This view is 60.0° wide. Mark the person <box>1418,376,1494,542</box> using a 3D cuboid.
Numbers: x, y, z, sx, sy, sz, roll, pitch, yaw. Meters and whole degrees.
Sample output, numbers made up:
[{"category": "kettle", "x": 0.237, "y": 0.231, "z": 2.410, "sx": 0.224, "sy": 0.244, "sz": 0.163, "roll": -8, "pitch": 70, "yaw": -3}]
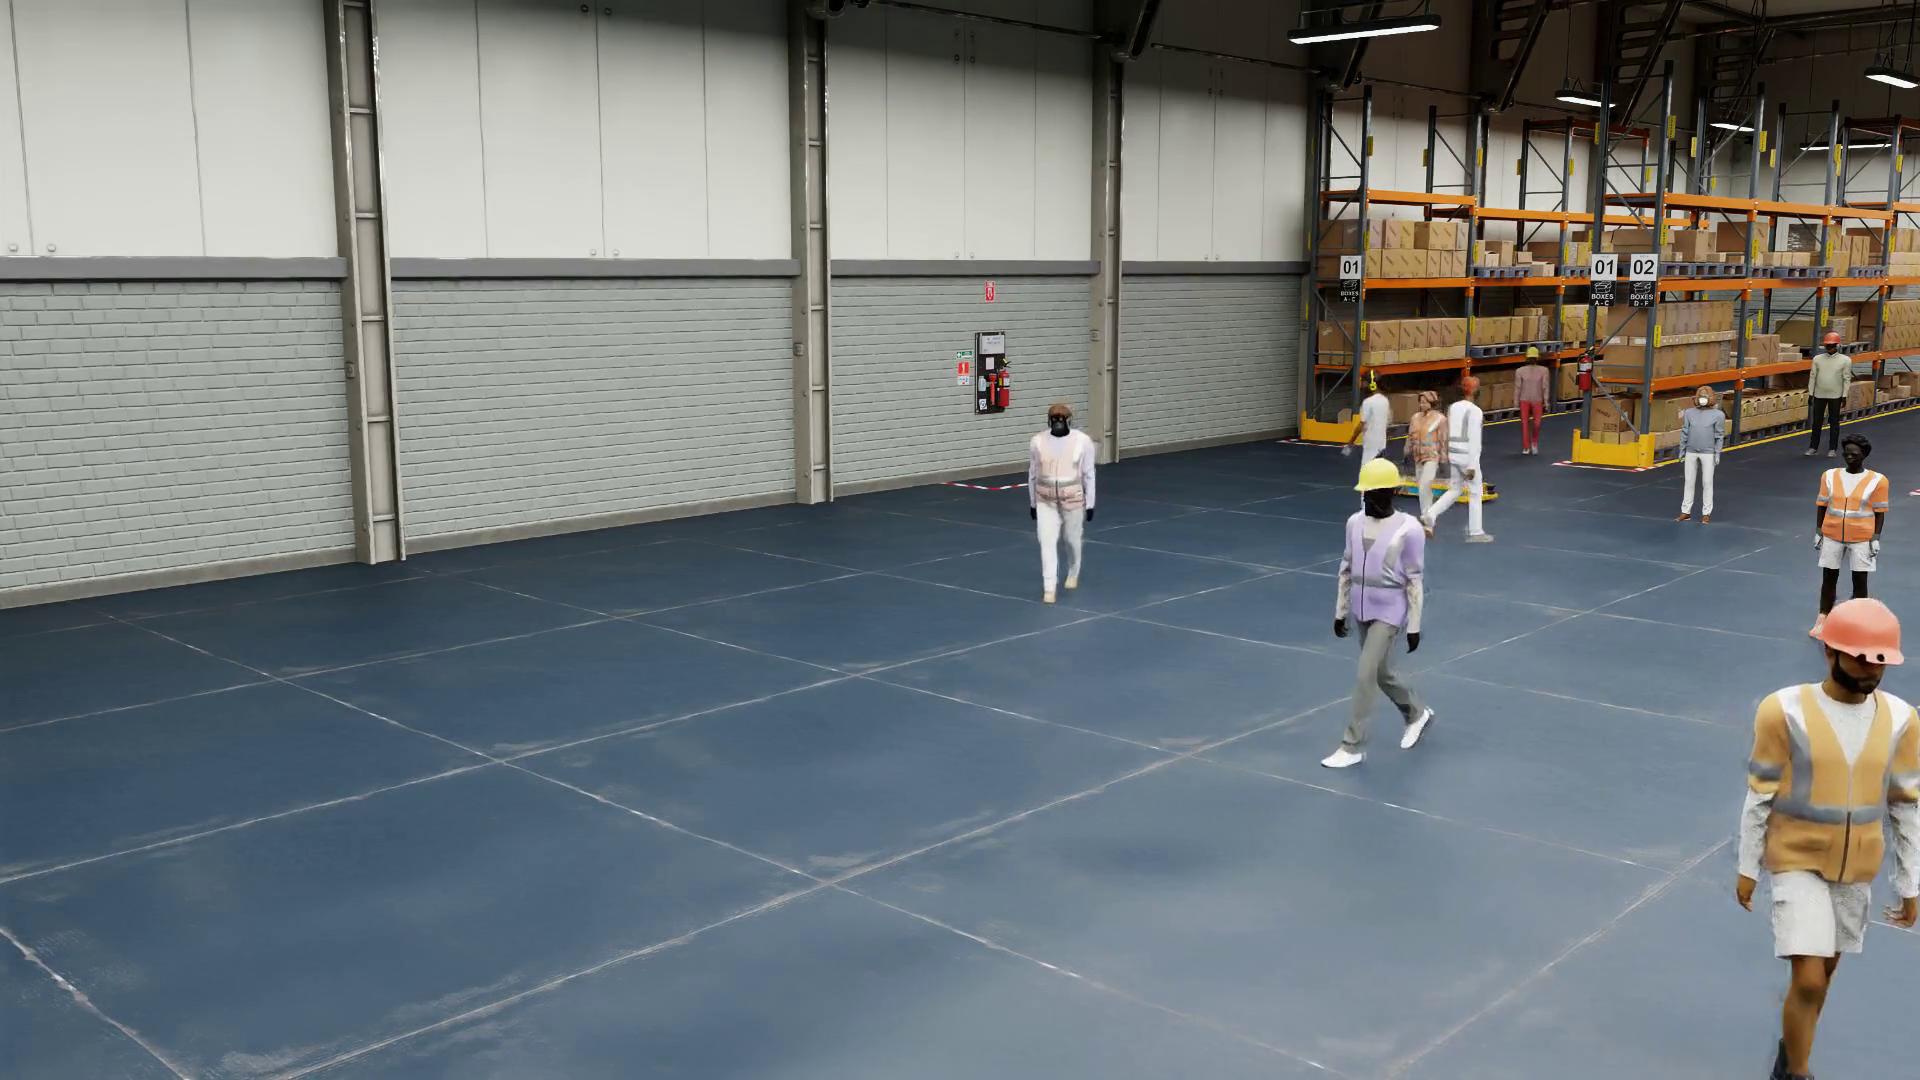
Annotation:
[{"category": "person", "x": 5.494, "y": -0.883, "z": 18.317, "sx": 0.772, "sy": 1.859, "sz": 0.603, "roll": -3, "pitch": 10, "yaw": -18}]

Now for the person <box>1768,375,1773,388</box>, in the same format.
[{"category": "person", "x": 18.875, "y": -4.124, "z": 38.290, "sx": 0.588, "sy": 1.791, "sz": 0.927, "roll": 7, "pitch": 12, "yaw": 38}]

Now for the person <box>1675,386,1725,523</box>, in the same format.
[{"category": "person", "x": 8.811, "y": -1.020, "z": 19.798, "sx": 0.500, "sy": 1.636, "sz": 0.280, "roll": 9, "pitch": 13, "yaw": 42}]

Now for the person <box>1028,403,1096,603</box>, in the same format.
[{"category": "person", "x": 0.939, "y": -0.369, "z": 15.311, "sx": 0.630, "sy": 1.811, "sz": 0.875, "roll": 2, "pitch": 10, "yaw": 11}]

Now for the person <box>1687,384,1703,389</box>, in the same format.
[{"category": "person", "x": 13.970, "y": -3.171, "z": 31.811, "sx": 0.964, "sy": 2.011, "sz": 0.614, "roll": -9, "pitch": 13, "yaw": -42}]

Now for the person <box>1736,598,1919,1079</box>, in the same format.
[{"category": "person", "x": 3.038, "y": 1.146, "z": 5.743, "sx": 0.565, "sy": 1.911, "sz": 0.745, "roll": 0, "pitch": 9, "yaw": 2}]

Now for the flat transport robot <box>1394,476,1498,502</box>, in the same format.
[{"category": "flat transport robot", "x": 6.252, "y": -0.679, "z": 21.870, "sx": 1.431, "sy": 0.197, "sz": 0.652, "roll": 9, "pitch": 13, "yaw": 43}]

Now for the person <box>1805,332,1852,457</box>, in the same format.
[{"category": "person", "x": 13.921, "y": -2.326, "z": 26.672, "sx": 0.612, "sy": 1.995, "sz": 0.382, "roll": 9, "pitch": 13, "yaw": 42}]

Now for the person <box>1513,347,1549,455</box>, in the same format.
[{"category": "person", "x": 9.211, "y": -2.238, "z": 26.848, "sx": 0.555, "sy": 1.745, "sz": 0.551, "roll": 4, "pitch": 10, "yaw": 21}]

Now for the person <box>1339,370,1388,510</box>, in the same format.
[{"category": "person", "x": 4.720, "y": -1.057, "z": 19.397, "sx": 0.486, "sy": 1.854, "sz": 0.507, "roll": 7, "pitch": 12, "yaw": 37}]

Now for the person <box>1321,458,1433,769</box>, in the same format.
[{"category": "person", "x": 2.611, "y": 0.425, "z": 10.236, "sx": 0.921, "sy": 1.891, "sz": 0.599, "roll": -5, "pitch": 11, "yaw": -30}]

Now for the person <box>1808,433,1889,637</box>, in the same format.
[{"category": "person", "x": 7.219, "y": -0.019, "z": 13.517, "sx": 0.535, "sy": 1.697, "sz": 0.318, "roll": 9, "pitch": 13, "yaw": 42}]

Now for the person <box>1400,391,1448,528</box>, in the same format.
[{"category": "person", "x": 5.322, "y": -0.897, "z": 19.120, "sx": 0.589, "sy": 1.620, "sz": 0.527, "roll": -5, "pitch": 10, "yaw": -27}]
